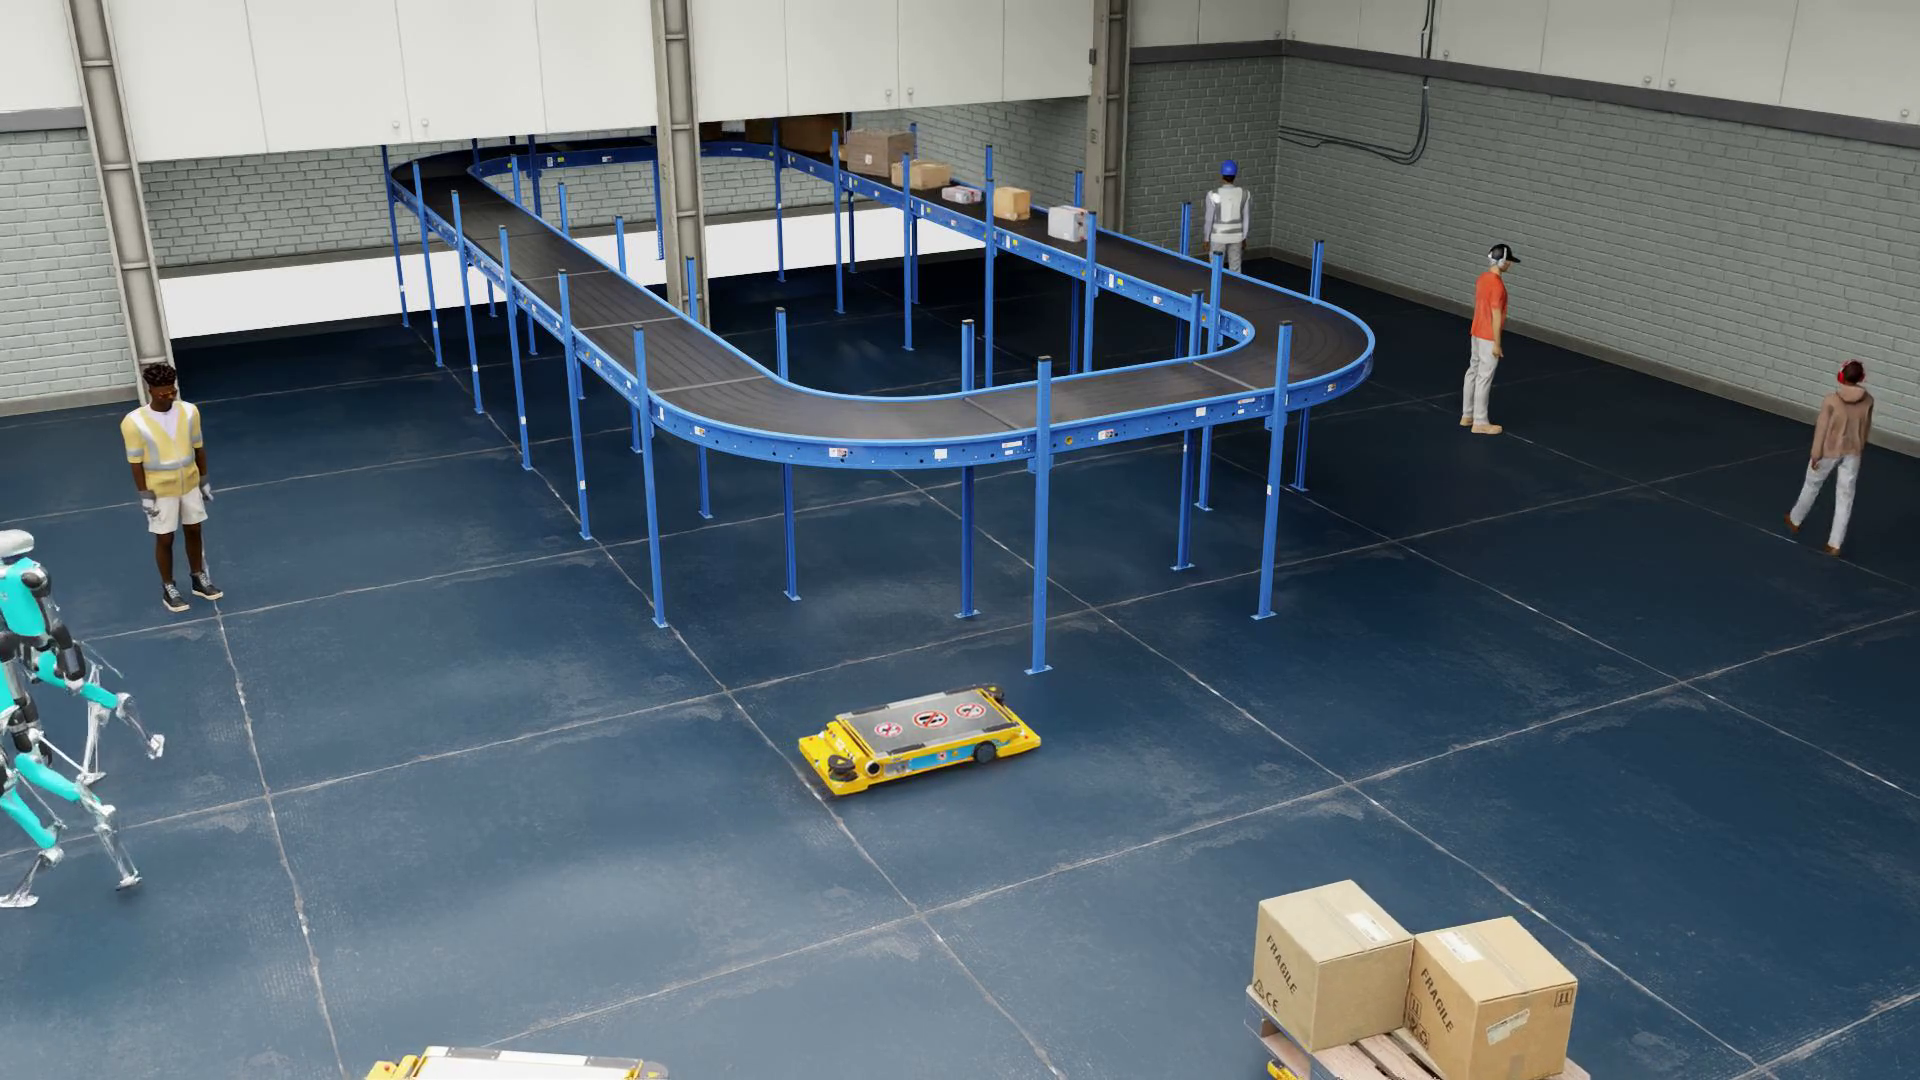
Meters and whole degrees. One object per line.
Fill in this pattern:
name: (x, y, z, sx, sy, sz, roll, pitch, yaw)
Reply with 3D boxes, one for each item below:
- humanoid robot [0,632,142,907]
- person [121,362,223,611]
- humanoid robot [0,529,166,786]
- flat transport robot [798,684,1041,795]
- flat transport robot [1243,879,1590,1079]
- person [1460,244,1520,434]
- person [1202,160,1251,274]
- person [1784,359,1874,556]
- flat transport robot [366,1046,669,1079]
humanoid robot: (-4.869, 1.249, 8.890, 0.971, 1.776, 0.530, 5, 23, 13)
person: (-5.973, -0.408, 12.657, 0.410, 1.949, 0.605, 16, 27, 34)
humanoid robot: (-5.376, 0.698, 10.265, 0.537, 1.822, 0.912, 12, 25, 27)
flat transport robot: (-0.259, 1.273, 10.728, 1.431, 0.231, 0.659, -10, 24, -24)
flat transport robot: (2.071, 2.512, 7.667, 1.431, 0.231, 0.659, -10, 24, -24)
person: (5.330, -2.026, 16.701, 0.405, 1.909, 0.475, -3, 22, -7)
person: (3.377, -3.834, 21.115, 0.602, 1.949, 0.390, -3, 22, -8)
person: (7.291, -0.728, 13.866, 0.455, 1.616, 0.841, 3, 22, 8)
flat transport robot: (-2.063, 2.596, 7.457, 1.431, 0.231, 0.659, 2, 22, 5)
